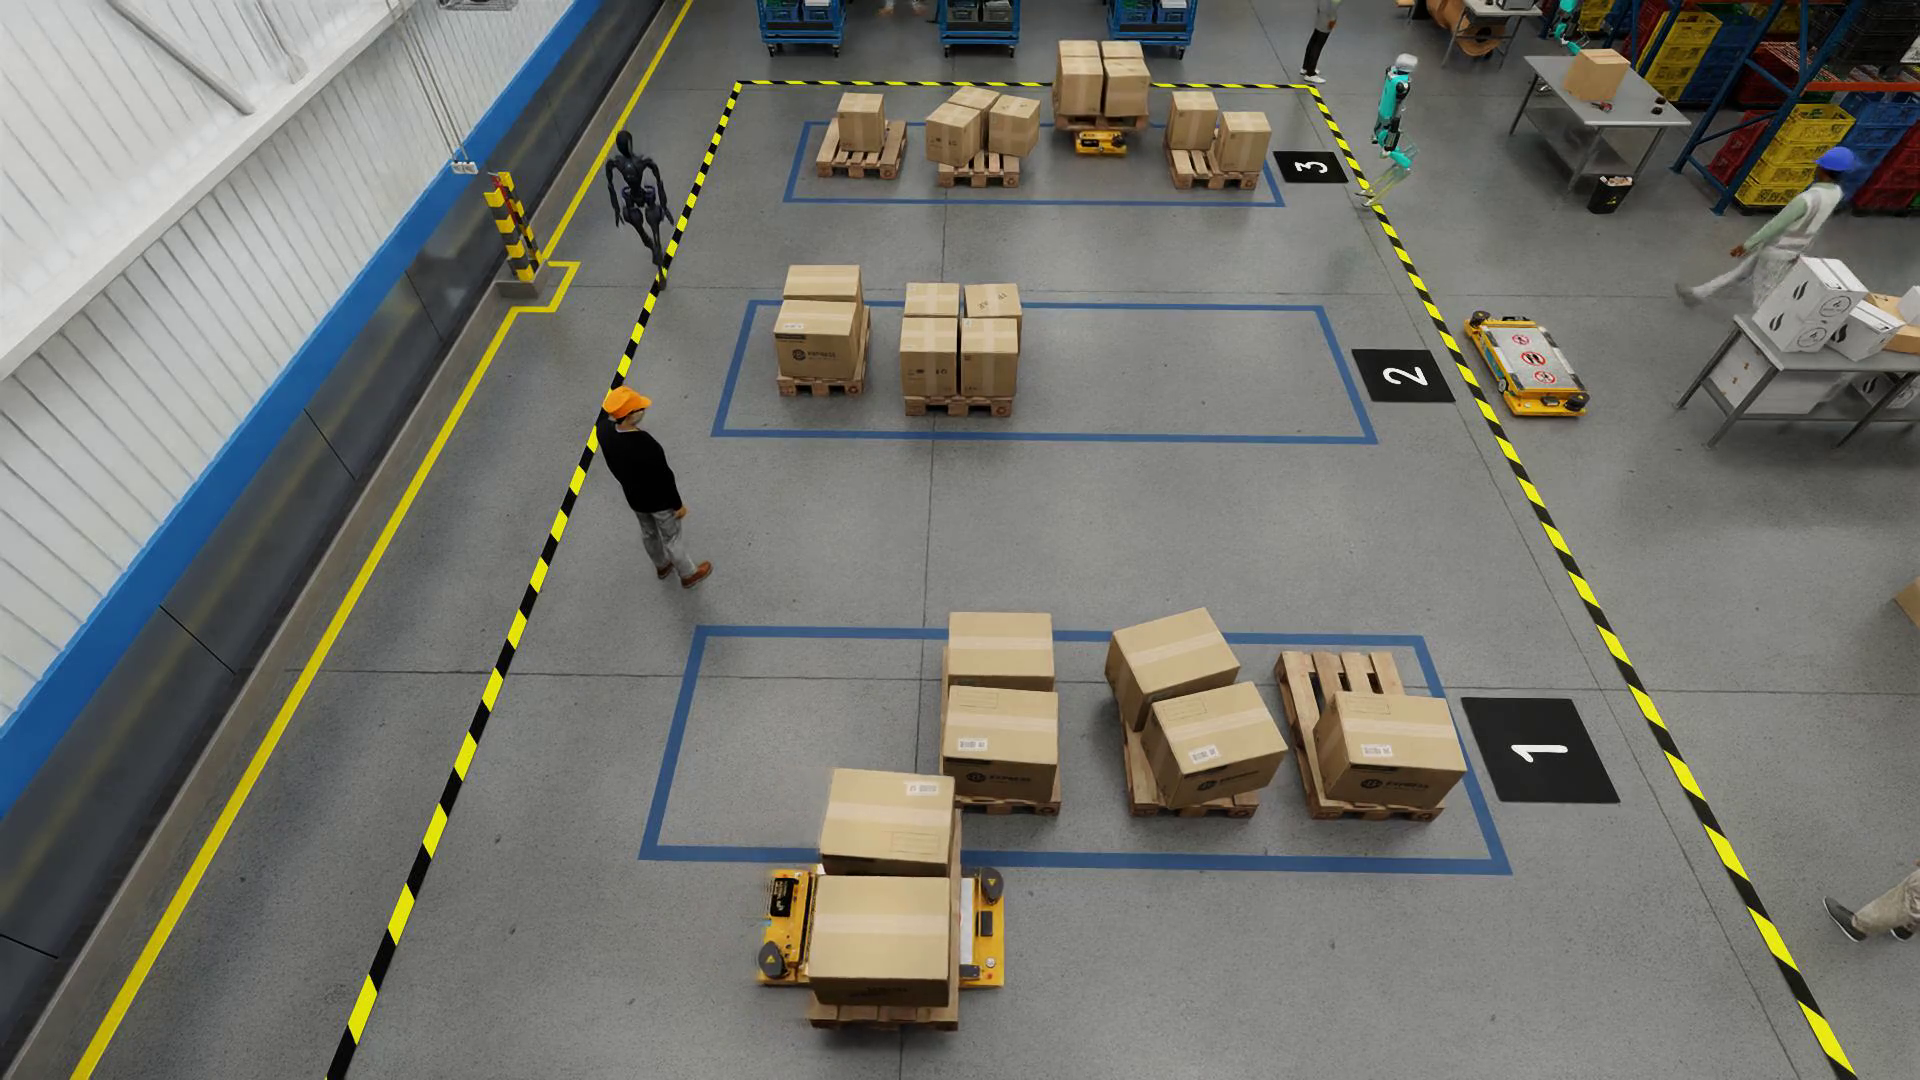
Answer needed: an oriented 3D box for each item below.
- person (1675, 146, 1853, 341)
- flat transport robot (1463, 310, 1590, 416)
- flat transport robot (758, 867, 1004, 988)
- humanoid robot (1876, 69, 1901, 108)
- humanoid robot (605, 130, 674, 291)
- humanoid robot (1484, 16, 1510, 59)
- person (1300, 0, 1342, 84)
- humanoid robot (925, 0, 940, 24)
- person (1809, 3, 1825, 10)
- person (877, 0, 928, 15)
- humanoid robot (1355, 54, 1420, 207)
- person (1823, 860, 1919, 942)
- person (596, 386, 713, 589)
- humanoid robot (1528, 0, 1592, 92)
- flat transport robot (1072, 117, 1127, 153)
[{"bbox_3d":[7.944,-2.897,8.964,0.608,1.890,1.019,-25,54,-20],"label":"person"},{"bbox_3d":[5.573,-1.757,9.054,0.659,0.231,1.431,1,49,1],"label":"flat transport robot"},{"bbox_3d":[-0.450,2.310,5.515,1.431,0.197,0.652,1,49,1],"label":"flat transport robot"},{"bbox_3d":[13.058,-6.734,12.369,0.535,1.759,0.722,-20,52,-16],"label":"humanoid robot"},{"bbox_3d":[-3.377,-3.538,9.700,0.612,1.627,0.789,-7,50,-6],"label":"humanoid robot"},{"bbox_3d":[8.220,-8.183,13.705,0.584,1.620,0.761,22,53,18],"label":"humanoid robot"},{"bbox_3d":[5.258,-7.499,12.981,0.407,1.846,0.588,3,49,3],"label":"person"},{"bbox_3d":[-0.175,-8.931,14.373,0.788,1.621,0.595,-1,49,-1],"label":"humanoid robot"},{"bbox_3d":[12.894,-8.368,13.665,0.635,1.949,0.430,32,56,24],"label":"person"},{"bbox_3d":[-0.969,-9.388,14.641,0.880,1.813,0.432,-12,50,-10],"label":"person"},{"bbox_3d":[5.056,-4.666,10.512,0.735,1.677,0.533,1,49,1],"label":"humanoid robot"},{"bbox_3d":[5.585,1.790,4.991,0.572,1.767,0.396,1,49,1],"label":"person"},{"bbox_3d":[-2.277,-0.355,6.777,0.586,1.878,0.394,23,53,19],"label":"person"},{"bbox_3d":[8.468,-7.062,12.586,0.735,1.677,0.533,1,49,1],"label":"humanoid robot"},{"bbox_3d":[1.861,-5.675,12.427,0.652,0.197,1.431,1,49,1],"label":"flat transport robot"}]
